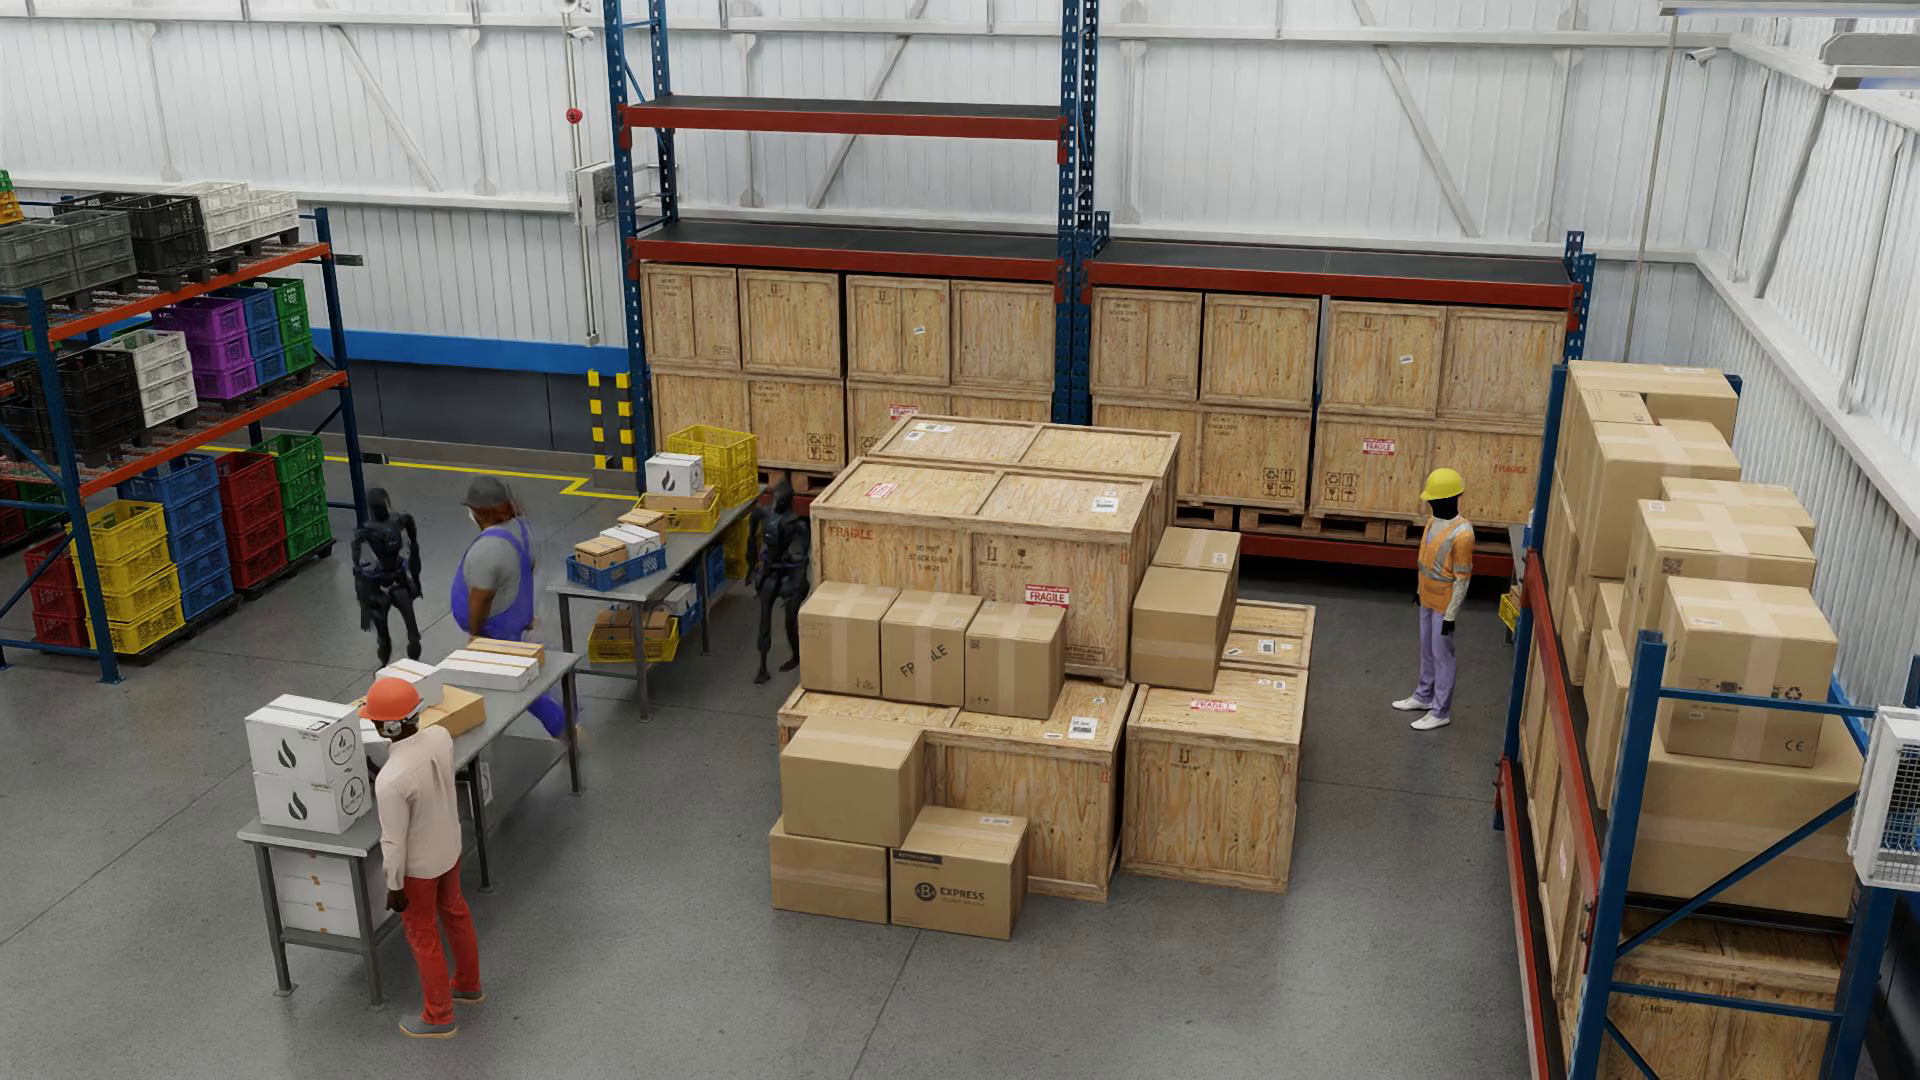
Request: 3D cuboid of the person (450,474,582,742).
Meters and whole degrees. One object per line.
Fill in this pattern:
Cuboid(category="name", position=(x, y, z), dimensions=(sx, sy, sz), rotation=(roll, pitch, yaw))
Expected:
Cuboid(category="person", position=(-3.075, 0.493, 11.278), dimensions=(0.924, 2.000, 0.679), rotation=(1, 21, 3))

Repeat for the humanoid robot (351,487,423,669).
Cuboid(category="humanoid robot", position=(-4.202, 0.348, 12.186), dimensions=(0.593, 1.625, 0.573), rotation=(-18, 28, -39))

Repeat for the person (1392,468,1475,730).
Cuboid(category="person", position=(3.347, 0.409, 11.669), dimensions=(0.377, 1.917, 0.585), rotation=(-3, 21, -7))

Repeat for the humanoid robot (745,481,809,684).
Cuboid(category="humanoid robot", position=(-1.370, 0.297, 12.358), dimensions=(0.644, 1.619, 0.714), rotation=(8, 22, 19))

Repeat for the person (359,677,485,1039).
Cuboid(category="person", position=(-2.747, 1.602, 8.461), dimensions=(0.402, 1.988, 0.618), rotation=(5, 22, 13))
